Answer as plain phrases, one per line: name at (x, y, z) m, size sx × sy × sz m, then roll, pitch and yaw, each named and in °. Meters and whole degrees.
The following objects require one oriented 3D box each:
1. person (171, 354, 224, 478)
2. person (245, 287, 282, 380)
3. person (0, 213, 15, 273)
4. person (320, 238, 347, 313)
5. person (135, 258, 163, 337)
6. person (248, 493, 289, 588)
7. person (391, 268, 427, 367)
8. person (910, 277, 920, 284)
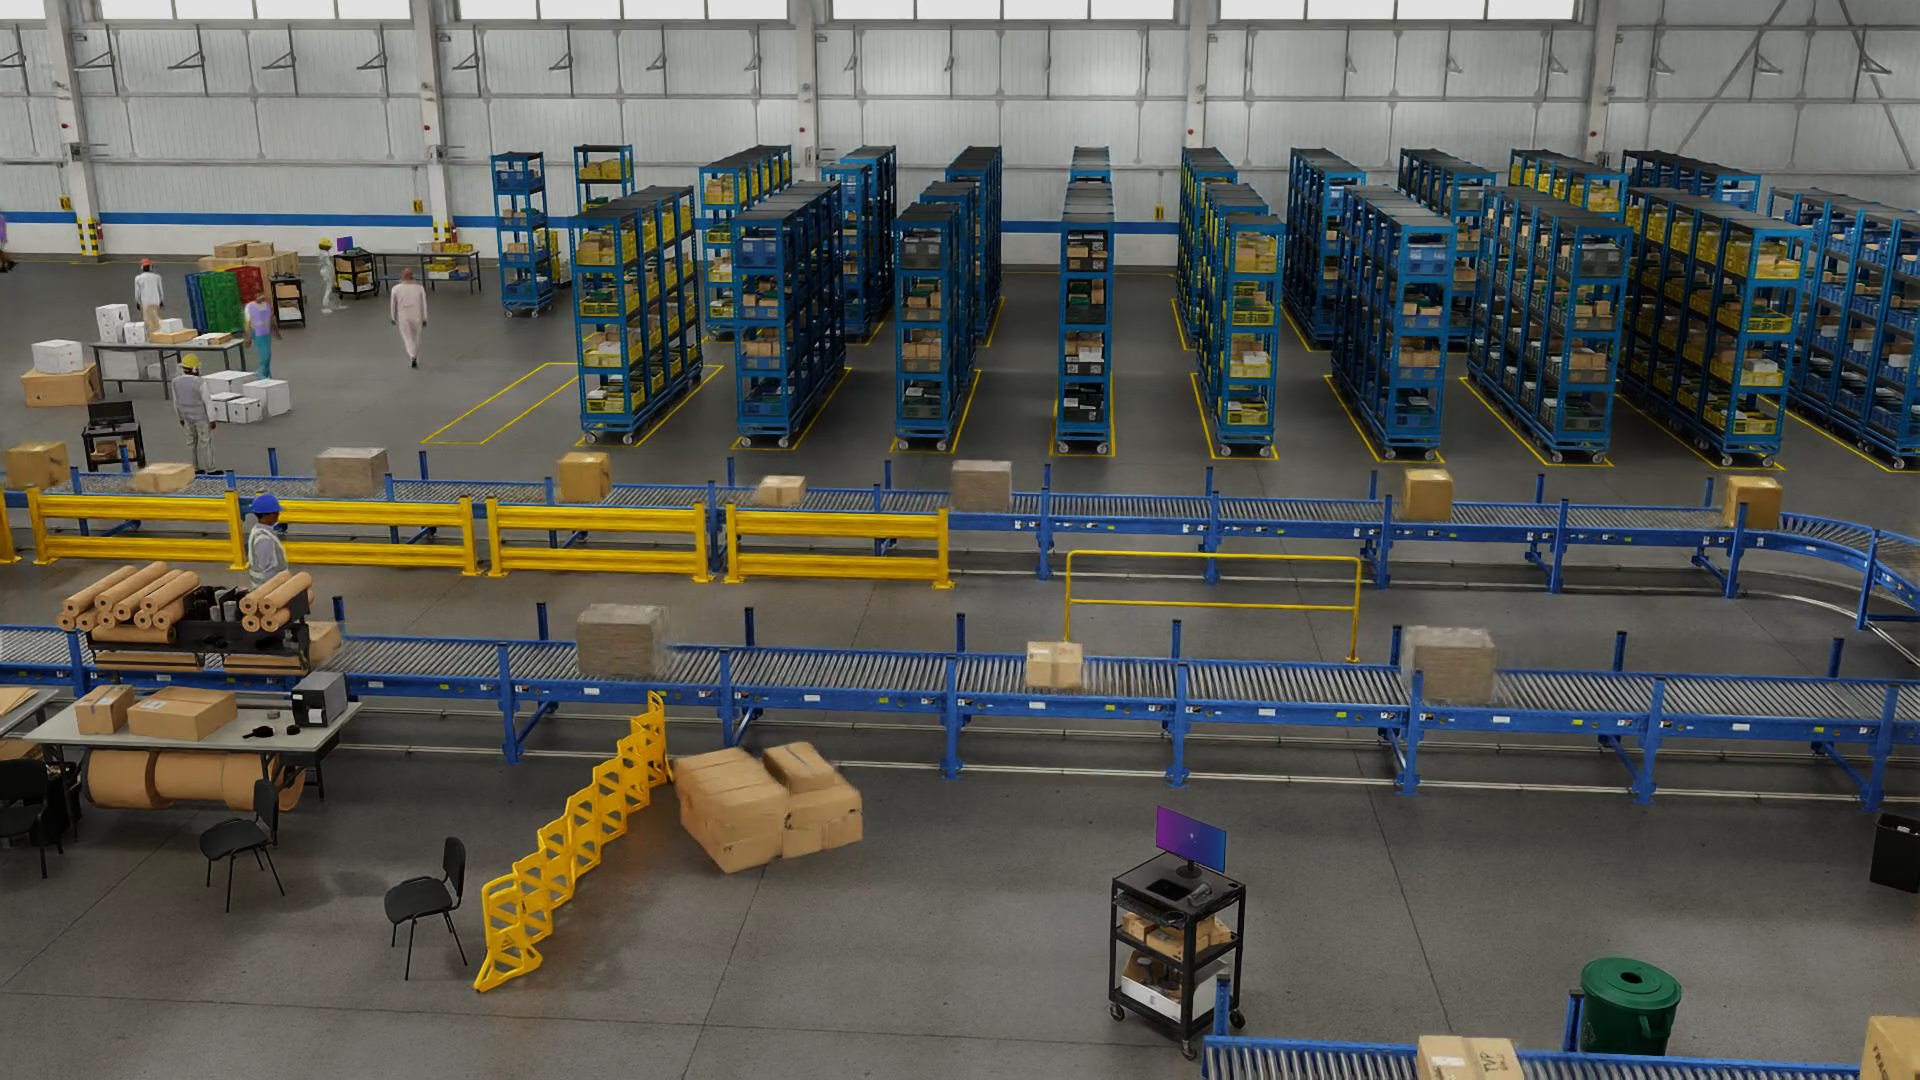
person at (-11.143, -1.808, 24.299) m, size 0.602 × 1.830 × 0.404 m, roll 4°, pitch 18°, yaw 13°
person at (-12.704, -3.723, 30.389) m, size 0.587 × 1.813 × 0.713 m, roll 6°, pitch 19°, yaw 19°
person at (-25.226, -7.962, 43.682) m, size 0.576 × 1.916 × 0.546 m, roll 3°, pitch 18°, yaw 10°
person at (-14.416, -6.064, 38.054) m, size 0.609 × 1.702 × 0.546 m, roll -11°, pitch 21°, yaw -32°
person at (-16.812, -4.972, 34.496) m, size 0.421 × 1.728 × 0.577 m, roll 14°, pitch 22°, yaw 37°
person at (-6.980, 0.467, 16.888) m, size 0.404 × 1.948 × 0.605 m, roll -8°, pitch 19°, yaw -23°
person at (-10.627, -4.298, 32.138) m, size 0.647 × 1.883 × 0.868 m, roll -10°, pitch 20°, yaw -28°
person at (-0.901, -5.719, 36.701) m, size 0.403 × 1.837 × 0.591 m, roll -5°, pitch 18°, yaw -16°
